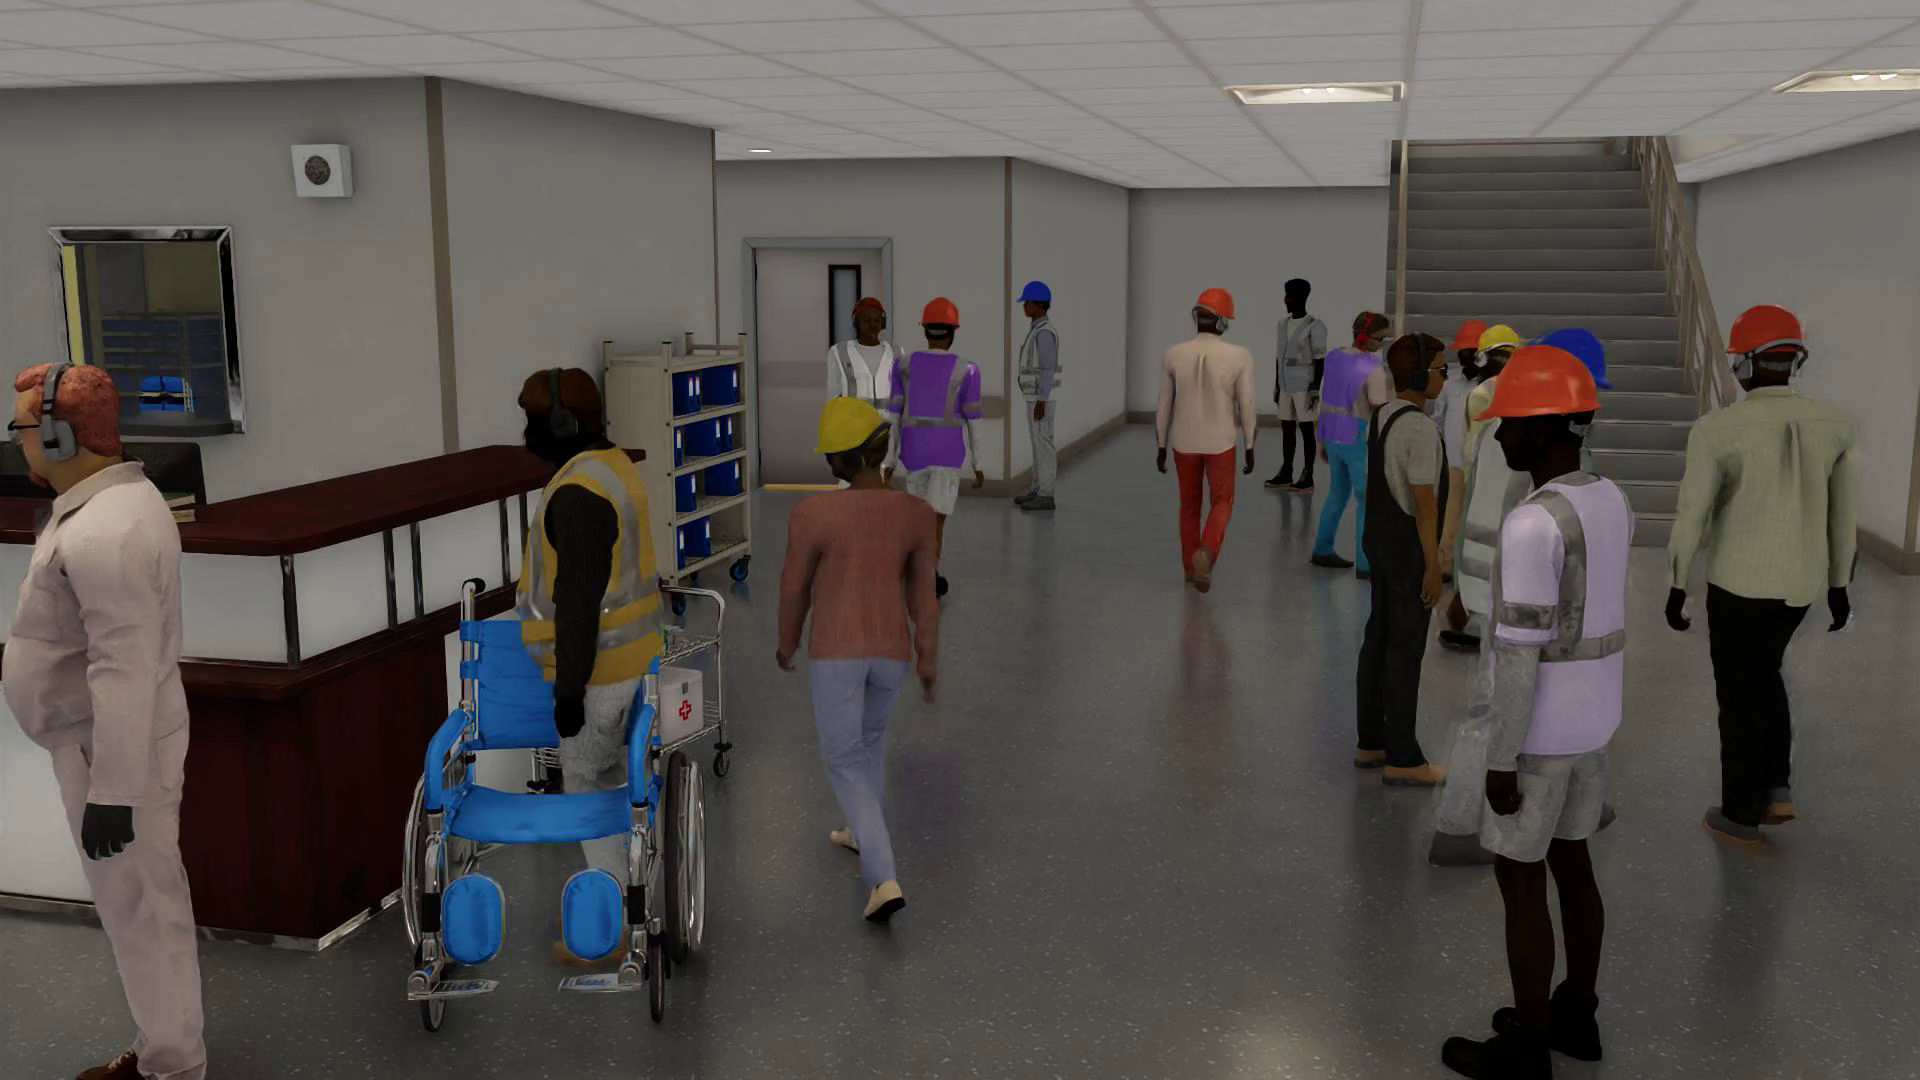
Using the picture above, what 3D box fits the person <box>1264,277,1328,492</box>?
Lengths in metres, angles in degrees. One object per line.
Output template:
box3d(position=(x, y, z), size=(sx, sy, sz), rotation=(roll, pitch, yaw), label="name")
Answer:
box3d(position=(3.113, -1.430, 15.347), size=(0.371, 1.966, 0.608), rotation=(-6, 11, -30), label="person")

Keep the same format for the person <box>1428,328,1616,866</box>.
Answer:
box3d(position=(2.070, 0.214, 5.834), size=(0.869, 1.903, 0.616), rotation=(-1, 10, -7), label="person")

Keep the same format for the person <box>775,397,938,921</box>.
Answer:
box3d(position=(-0.327, 0.366, 5.574), size=(0.513, 1.698, 0.915), rotation=(-6, 11, -29), label="person")

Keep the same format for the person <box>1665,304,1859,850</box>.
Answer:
box3d(position=(2.894, 0.139, 6.061), size=(0.648, 1.975, 0.440), rotation=(-1, 10, -8), label="person")

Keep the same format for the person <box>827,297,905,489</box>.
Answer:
box3d(position=(-0.622, -0.694, 11.260), size=(0.572, 1.883, 0.358), rotation=(-4, 10, -22), label="person")

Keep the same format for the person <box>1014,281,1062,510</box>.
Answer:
box3d(position=(0.674, -1.230, 14.228), size=(0.391, 1.948, 0.605), rotation=(-1, 10, -6), label="person")

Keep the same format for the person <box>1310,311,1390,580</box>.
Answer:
box3d(position=(2.614, -0.634, 11.181), size=(0.440, 1.800, 0.680), rotation=(-5, 11, -26), label="person")

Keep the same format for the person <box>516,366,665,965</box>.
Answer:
box3d(position=(-1.133, 0.381, 5.127), size=(0.433, 1.830, 0.650), rotation=(-1, 10, -4), label="person")

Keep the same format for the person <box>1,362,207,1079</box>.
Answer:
box3d(position=(-2.070, 0.524, 4.027), size=(0.401, 1.904, 0.646), rotation=(-4, 11, -24), label="person")

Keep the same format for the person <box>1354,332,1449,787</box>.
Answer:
box3d(position=(1.827, 0.078, 6.817), size=(0.344, 1.847, 0.505), rotation=(-2, 10, -12), label="person")

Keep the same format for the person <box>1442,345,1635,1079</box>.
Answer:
box3d(position=(1.493, 0.466, 4.309), size=(0.390, 1.928, 0.550), rotation=(9, 13, 44), label="person")

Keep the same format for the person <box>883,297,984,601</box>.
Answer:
box3d(position=(-0.117, -0.509, 10.100), size=(0.578, 1.901, 0.872), rotation=(3, 10, 18), label="person")

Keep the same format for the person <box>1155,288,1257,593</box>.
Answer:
box3d(position=(1.547, -0.613, 10.578), size=(0.665, 1.965, 0.738), rotation=(3, 10, 19), label="person")

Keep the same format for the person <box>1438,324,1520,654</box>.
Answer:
box3d(position=(2.904, -0.250, 8.924), size=(0.612, 1.785, 0.723), rotation=(-6, 11, -31), label="person")
